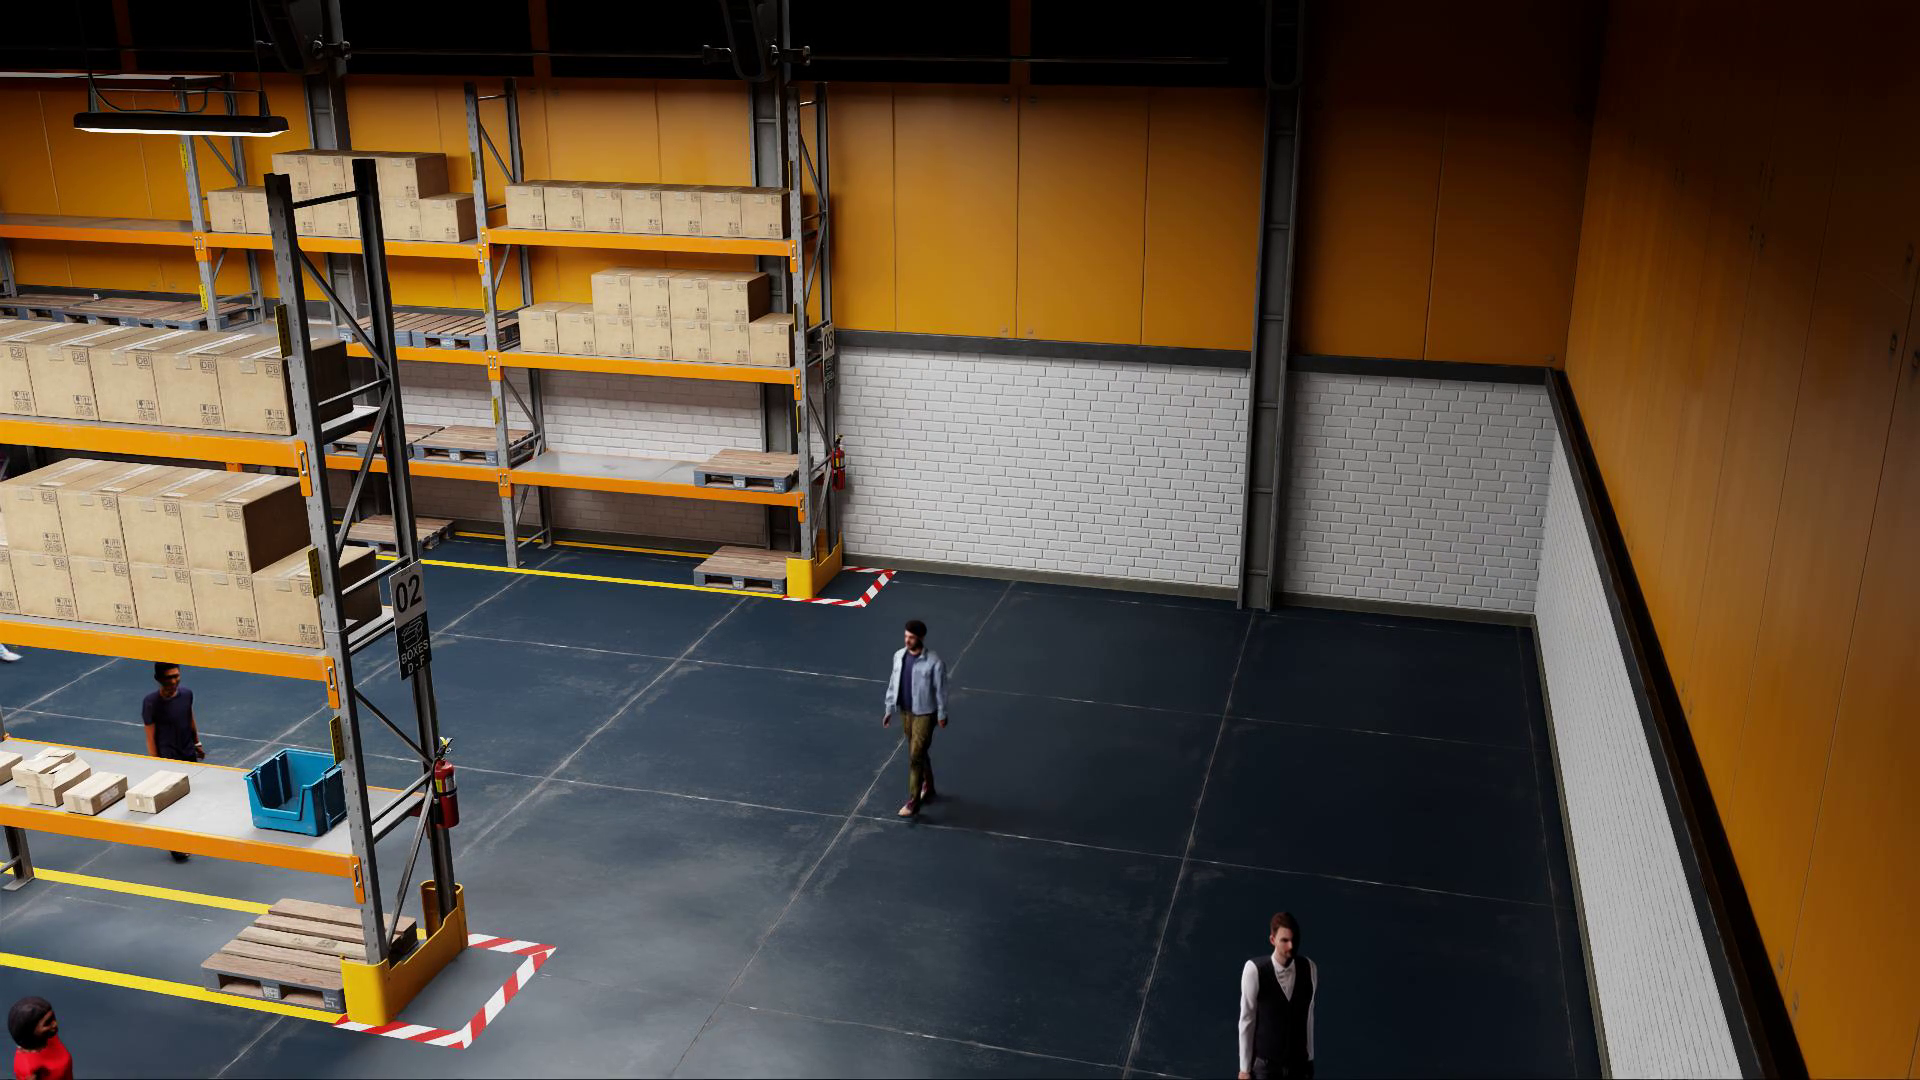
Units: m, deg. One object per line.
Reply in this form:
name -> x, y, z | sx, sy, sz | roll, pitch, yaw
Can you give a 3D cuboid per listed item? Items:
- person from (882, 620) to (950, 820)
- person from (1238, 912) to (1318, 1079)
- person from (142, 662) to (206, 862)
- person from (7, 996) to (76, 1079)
person -> -0.320, 1.538, 14.929 | 0.977, 1.787, 0.955 | 15, 24, 37
person -> 1.896, 3.105, 10.039 | 0.689, 1.937, 0.806 | -5, 19, -15
person -> -6.660, 1.818, 14.101 | 0.573, 1.784, 0.680 | 8, 20, 22
person -> -5.205, 3.377, 9.540 | 0.648, 1.741, 0.643 | -4, 19, -11
